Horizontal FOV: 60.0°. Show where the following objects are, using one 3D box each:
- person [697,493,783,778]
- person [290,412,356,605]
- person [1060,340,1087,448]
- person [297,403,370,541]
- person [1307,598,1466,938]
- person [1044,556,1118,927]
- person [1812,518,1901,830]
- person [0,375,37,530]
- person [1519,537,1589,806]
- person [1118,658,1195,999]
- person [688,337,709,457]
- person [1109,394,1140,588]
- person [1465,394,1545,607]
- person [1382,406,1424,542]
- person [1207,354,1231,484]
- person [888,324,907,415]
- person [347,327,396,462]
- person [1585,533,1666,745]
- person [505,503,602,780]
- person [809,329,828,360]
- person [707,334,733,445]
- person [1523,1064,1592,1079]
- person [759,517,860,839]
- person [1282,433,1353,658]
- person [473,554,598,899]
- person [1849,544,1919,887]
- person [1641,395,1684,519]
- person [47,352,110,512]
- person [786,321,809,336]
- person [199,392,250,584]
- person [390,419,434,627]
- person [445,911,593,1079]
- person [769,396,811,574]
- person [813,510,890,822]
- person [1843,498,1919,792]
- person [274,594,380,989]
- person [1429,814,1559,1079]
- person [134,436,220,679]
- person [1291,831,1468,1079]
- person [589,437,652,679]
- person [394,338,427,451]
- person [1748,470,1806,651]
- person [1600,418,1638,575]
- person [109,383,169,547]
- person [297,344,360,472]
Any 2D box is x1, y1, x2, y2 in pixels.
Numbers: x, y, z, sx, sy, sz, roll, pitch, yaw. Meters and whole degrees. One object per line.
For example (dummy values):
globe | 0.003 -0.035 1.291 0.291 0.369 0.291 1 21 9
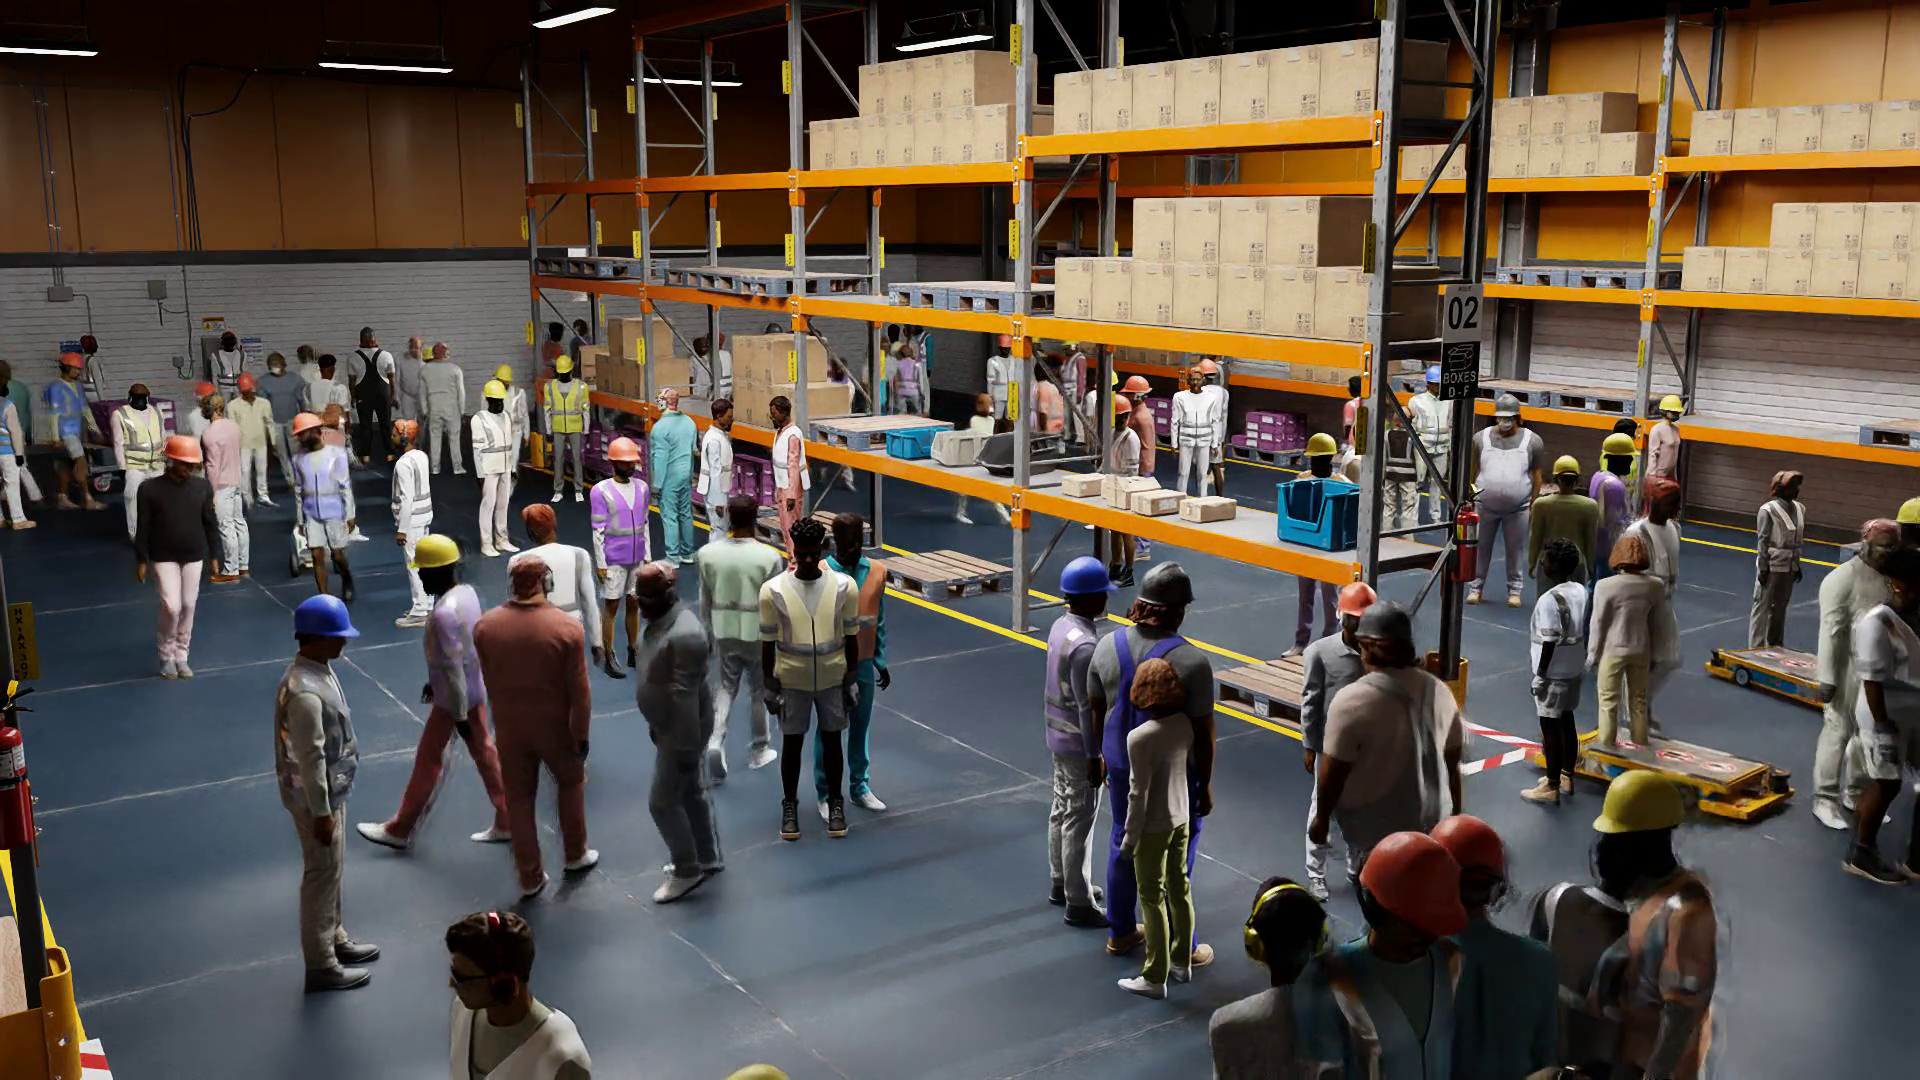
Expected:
person | -1.447 0.640 10.961 0.611 1.895 0.745 3 11 15
person | -5.905 -0.239 15.449 0.580 1.896 0.584 0 11 2
person | 1.804 -2.387 26.639 0.404 1.818 0.601 -5 12 -25
person | -7.196 -0.770 18.926 0.825 1.597 0.488 3 11 16
person | 2.016 1.229 7.563 0.712 2.000 0.954 -8 13 -34
person | 0.632 1.046 8.730 0.380 1.951 0.605 -2 11 -11
person | 5.502 0.805 10.080 0.651 1.906 0.403 -3 12 -16
person | -11.332 -1.036 19.678 0.624 1.841 0.430 3 12 17
person | 3.765 0.824 10.517 0.317 1.695 0.540 10 15 41
person | 0.944 1.363 7.920 0.269 1.632 0.504 10 15 42
person | -4.020 -2.197 25.620 0.350 1.838 0.505 5 12 23
person | 1.577 -0.492 16.635 0.356 1.938 0.544 -5 12 -23
person | 5.143 -0.374 15.764 0.688 2.000 0.536 4 12 22
person | 4.830 -0.648 18.199 0.511 1.640 0.308 10 15 41
person | 3.519 -1.791 23.011 0.374 2.044 0.606 5 12 23
person | -1.034 -2.614 27.549 0.397 1.917 0.590 3 11 14
person | -8.881 -2.201 25.117 0.678 2.000 0.537 -5 12 -23
person | 4.392 0.766 10.998 0.497 1.627 0.271 -2 11 -9
person | -2.662 0.668 10.976 0.571 1.845 0.921 -10 15 -40
person | -2.613 -3.021 30.330 0.308 1.645 0.515 10 15 43
person | -3.772 -2.299 26.137 0.512 1.867 0.598 6 12 26
person | 1.219 2.045 3.650 0.352 1.936 0.635 4 12 19
person | -0.888 0.819 9.890 0.599 1.958 0.377 -2 11 -12
person | 2.968 0.073 13.774 0.596 1.925 0.381 11 15 44
person | -2.306 0.989 9.199 0.650 1.874 0.719 0 11 2
person | 5.202 0.993 9.050 0.633 1.931 0.616 -5 12 -26
person | 7.693 -0.705 18.166 0.533 1.767 0.327 -9 14 -39
person | -11.034 -1.344 20.849 0.869 1.993 0.612 -1 11 -4
person | -2.996 -3.190 30.691 0.636 1.840 0.429 1 11 4
person | -7.435 -0.520 16.774 0.370 1.940 0.627 0 11 2
person | -4.968 -0.158 15.064 0.353 1.884 0.577 0 11 -2
person | -1.213 1.895 4.667 0.564 1.840 0.397 10 15 42
person | -1.733 -0.504 16.790 0.415 1.907 0.593 -4 12 -19
person | -0.704 0.761 10.270 0.593 1.921 0.391 -8 13 -34
person | 6.177 0.679 10.813 0.628 1.872 1.007 -1 11 -7
person | -3.047 1.206 7.971 0.418 1.933 0.615 -3 12 -16
person | 1.529 1.805 4.986 0.623 1.903 1.111 -1 11 -7
person | -6.232 0.143 13.301 0.494 1.963 0.628 10 15 41
person | 1.213 1.788 4.721 0.605 2.034 0.388 -7 13 -31
person | -2.703 0.133 13.425 0.352 1.942 0.542 10 15 41
person | -8.295 -2.157 25.393 0.653 1.841 1.035 -5 12 -24
person | 6.712 0.239 13.651 0.516 1.644 0.308 -6 13 -29
person | 6.600 -0.385 16.712 0.530 1.693 0.321 -10 15 -42
person | -9.173 -0.843 18.693 0.430 1.839 0.619 8 13 34
person | -9.124 -1.874 23.888 0.947 1.890 0.647 3 11 14
